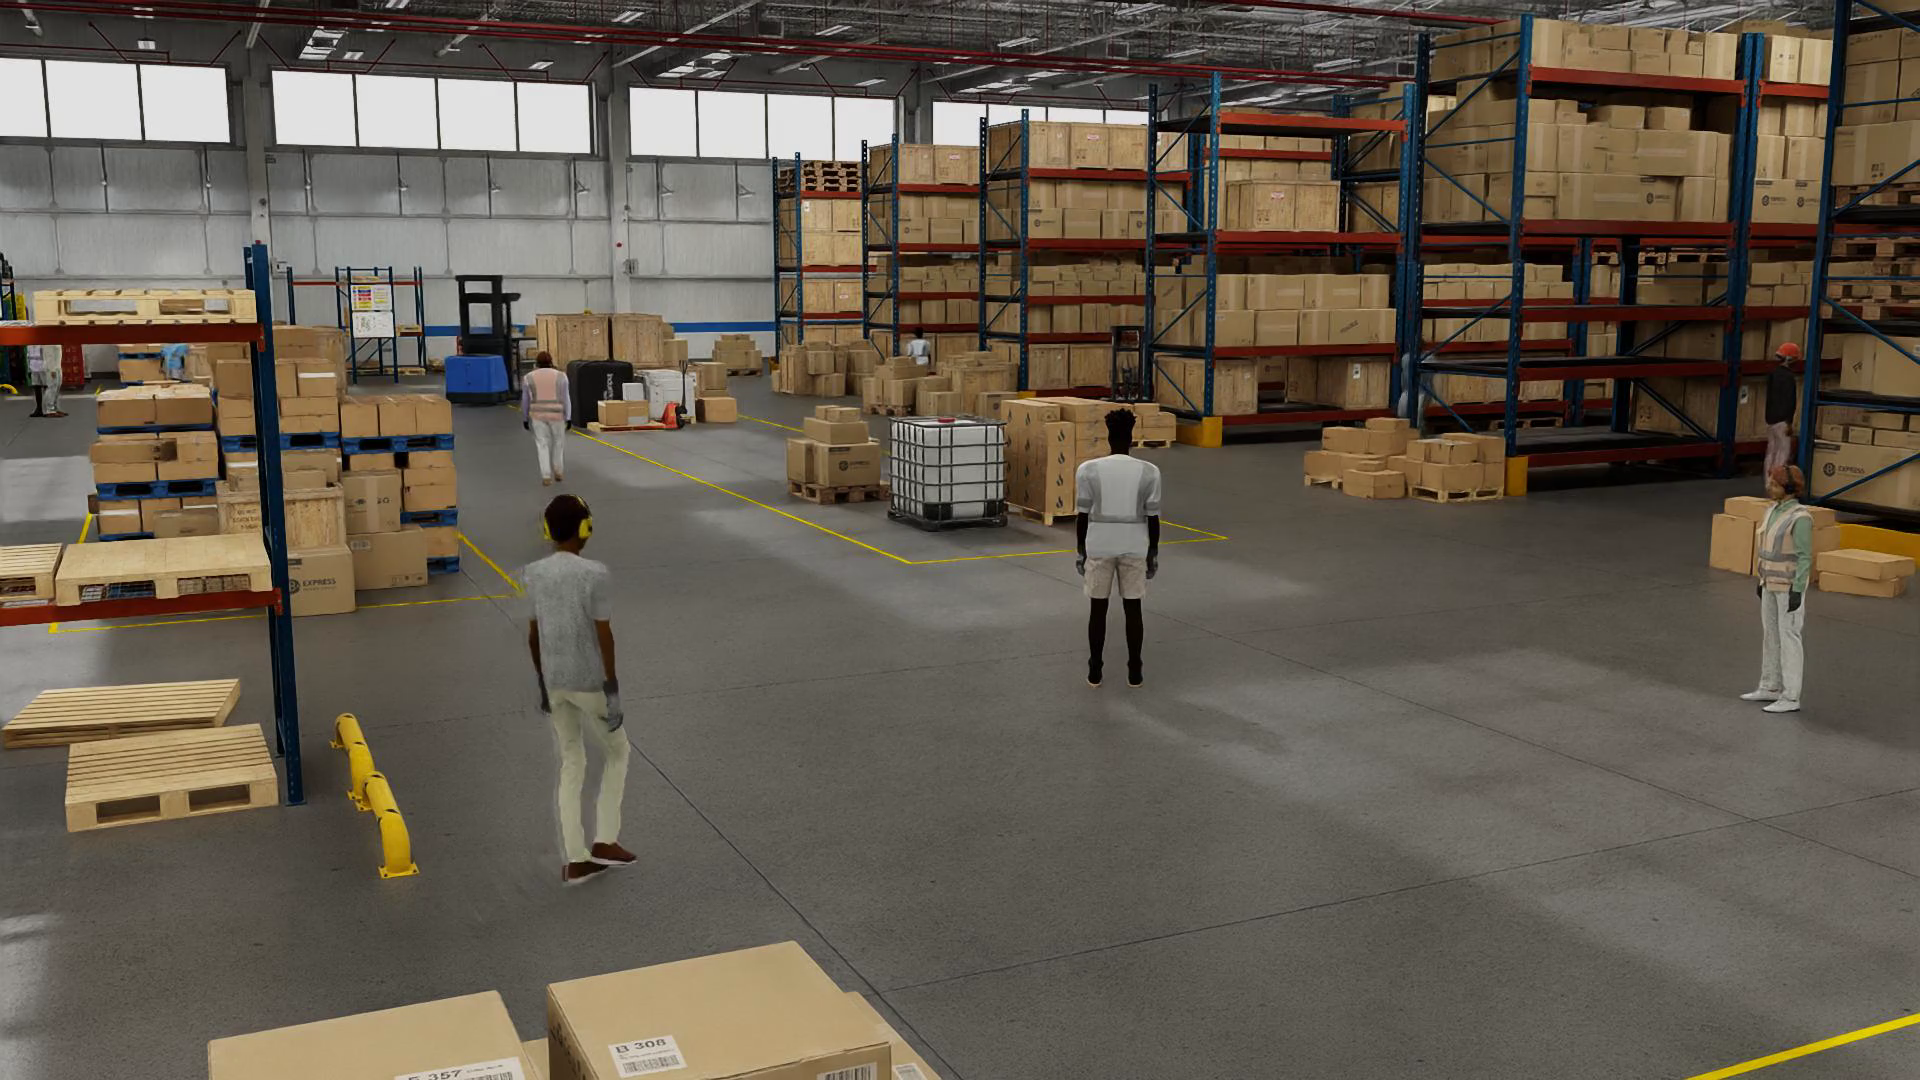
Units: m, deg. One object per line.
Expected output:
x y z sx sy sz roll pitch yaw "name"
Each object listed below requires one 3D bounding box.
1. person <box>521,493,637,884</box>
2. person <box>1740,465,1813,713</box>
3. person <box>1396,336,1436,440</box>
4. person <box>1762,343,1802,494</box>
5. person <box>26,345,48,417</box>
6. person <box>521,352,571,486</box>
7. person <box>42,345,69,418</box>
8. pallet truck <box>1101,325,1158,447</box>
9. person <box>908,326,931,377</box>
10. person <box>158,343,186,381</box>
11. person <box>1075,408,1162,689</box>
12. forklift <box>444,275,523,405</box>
-1.805 0.698 7.947 0.548 1.841 0.547 3 10 19 "person"
5.414 0.318 10.959 0.311 1.636 0.522 0 9 0 "person"
7.156 -2.275 26.173 0.484 1.925 0.637 -9 13 -44 "person"
10.615 -1.551 21.489 0.397 1.989 0.622 0 9 3 "person"
-18.330 -3.405 33.115 0.548 1.942 0.348 2 9 10 "person"
-5.660 -1.669 22.778 0.661 1.794 0.935 -2 9 -12 "person"
-18.035 -3.393 33.113 0.373 1.931 0.623 -2 9 -13 "person"
2.881 -2.596 27.923 0.823 1.965 1.885 -1 9 -7 "pallet truck"
-0.887 -3.952 37.295 0.553 1.683 0.369 4 10 21 "person"
-16.928 -3.683 35.657 0.558 1.669 0.672 4 10 23 "person"
1.096 0.064 11.562 0.599 1.959 0.377 0 9 1 "person"
-10.433 -4.378 36.249 1.129 2.768 1.873 1 9 5 "forklift"
